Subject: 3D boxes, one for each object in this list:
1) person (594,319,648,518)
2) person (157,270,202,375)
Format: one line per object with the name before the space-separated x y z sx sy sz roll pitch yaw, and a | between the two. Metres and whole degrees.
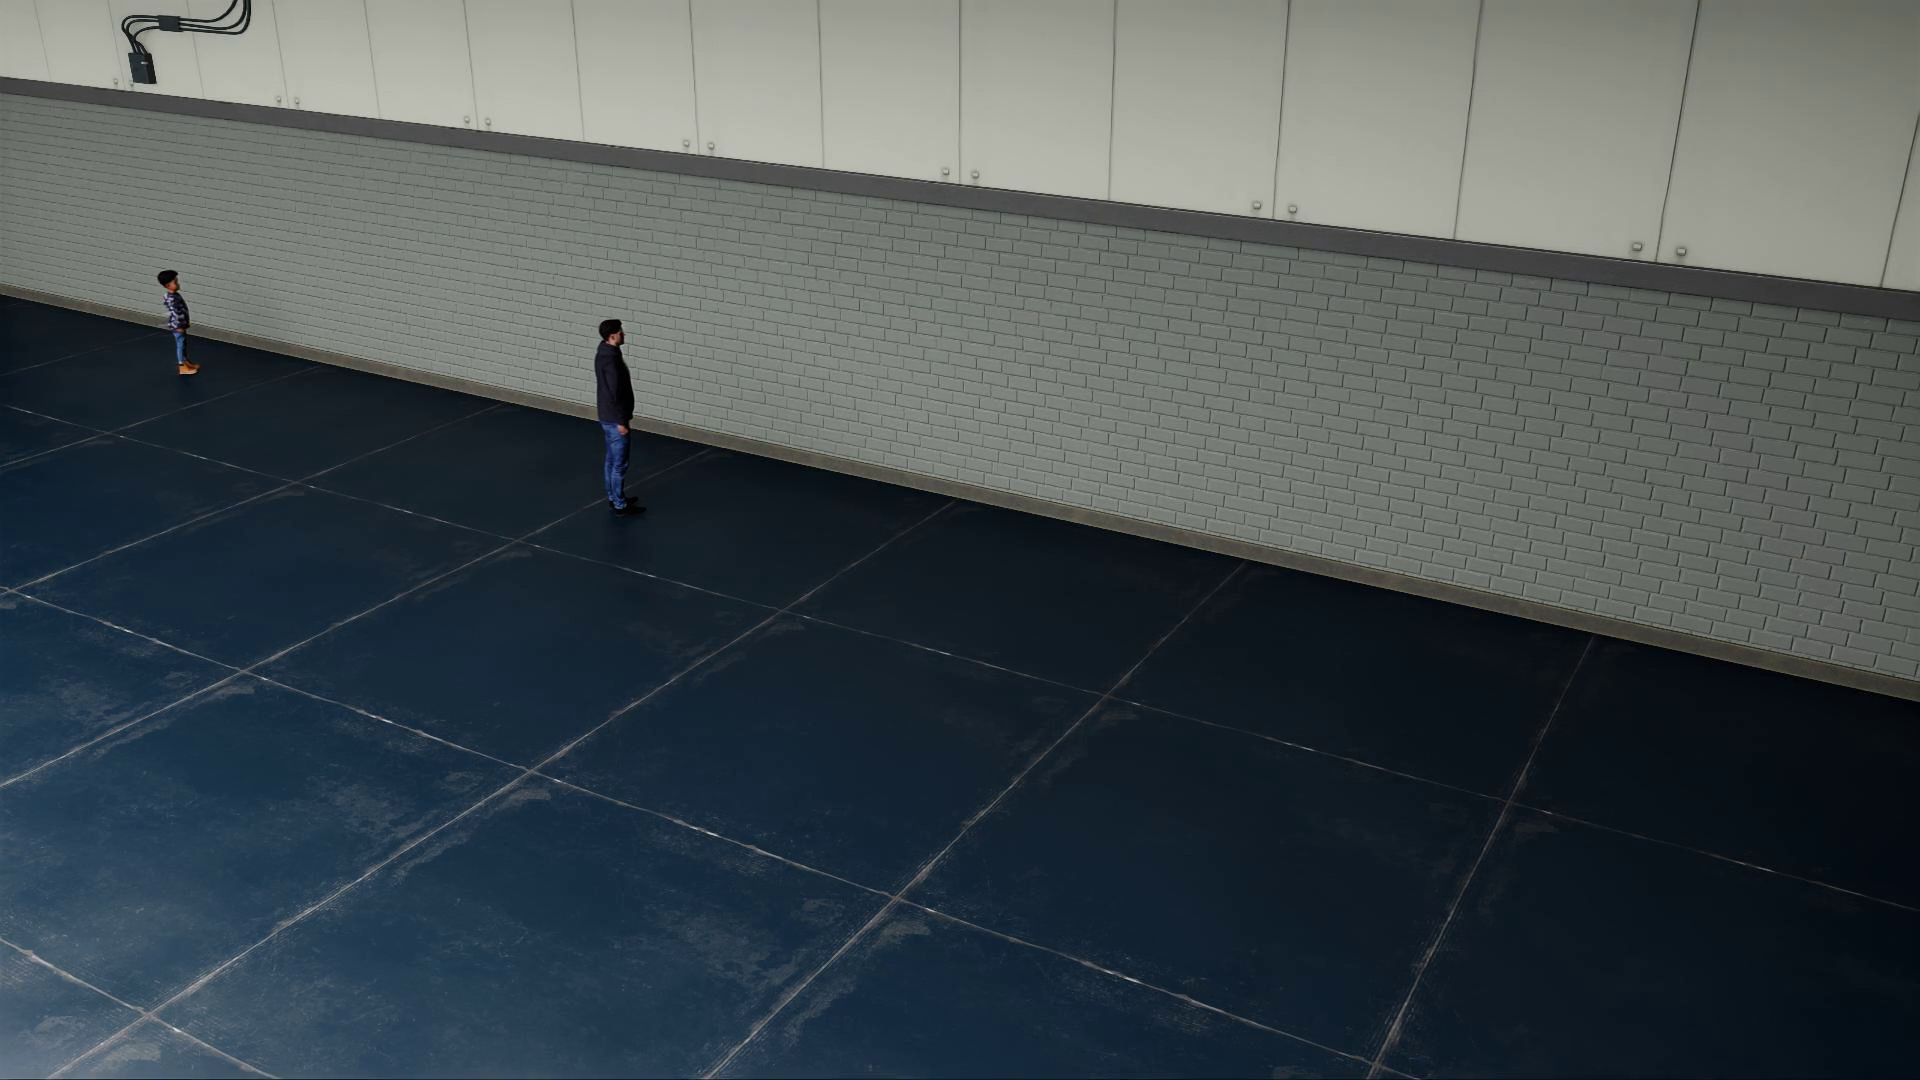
person | -3.258 -1.159 15.662 0.782 1.894 0.760 -10 25 -21
person | -9.360 -2.618 19.915 0.647 1.251 0.582 -4 23 -10
